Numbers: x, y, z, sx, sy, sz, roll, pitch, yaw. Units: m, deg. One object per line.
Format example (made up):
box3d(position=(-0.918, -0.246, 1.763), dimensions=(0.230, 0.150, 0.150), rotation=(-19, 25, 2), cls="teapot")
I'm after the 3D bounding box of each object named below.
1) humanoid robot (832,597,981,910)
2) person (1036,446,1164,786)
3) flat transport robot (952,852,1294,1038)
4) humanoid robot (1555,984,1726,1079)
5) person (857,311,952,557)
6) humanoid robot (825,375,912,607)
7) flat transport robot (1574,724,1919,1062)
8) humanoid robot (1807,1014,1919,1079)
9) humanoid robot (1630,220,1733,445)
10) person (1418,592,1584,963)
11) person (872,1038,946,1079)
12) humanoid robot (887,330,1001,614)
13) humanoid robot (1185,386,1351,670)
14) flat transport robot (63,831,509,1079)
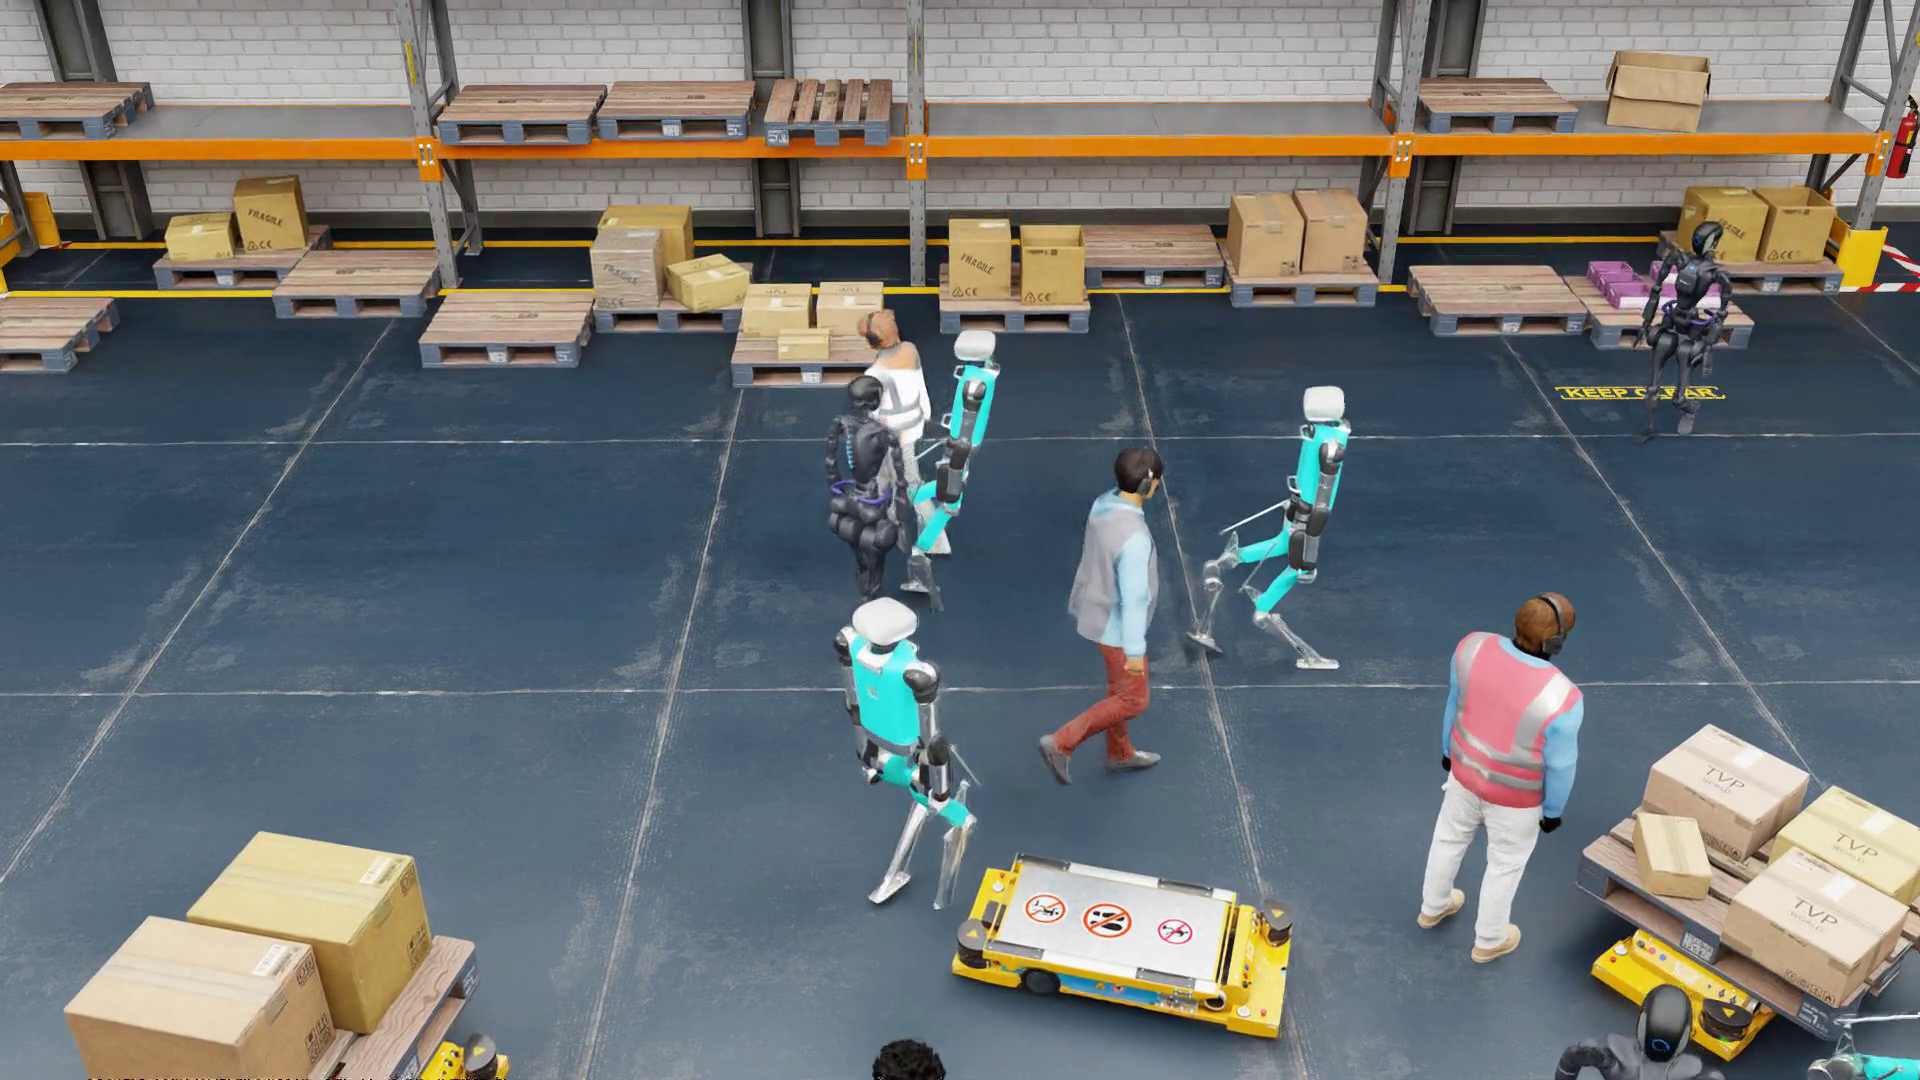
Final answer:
box3d(position=(-0.159, 0.960, 7.401), dimensions=(0.533, 1.796, 0.692), rotation=(23, 38, 33), cls="humanoid robot")
box3d(position=(0.717, 0.421, 8.168), dimensions=(0.621, 1.848, 0.587), rotation=(-6, 32, -10), cls="person")
box3d(position=(0.738, 1.790, 7.430), dimensions=(1.431, 0.231, 0.659), rotation=(8, 32, 13), cls="flat transport robot")
box3d(position=(2.210, 2.089, 5.574), dimensions=(0.600, 1.644, 0.417), rotation=(10, 33, 17), cls="humanoid robot")
box3d(position=(-0.394, -0.677, 10.256), dimensions=(0.889, 1.581, 0.563), rotation=(15, 34, 24), cls="person")
box3d(position=(-0.512, -0.150, 9.296), dimensions=(0.584, 1.640, 0.521), rotation=(19, 36, 29), cls="humanoid robot")
box3d(position=(3.546, 1.750, 7.497), dimensions=(1.431, 0.231, 0.659), rotation=(-23, 38, -33), cls="flat transport robot")
box3d(position=(3.322, 1.852, 5.907), dimensions=(0.767, 1.784, 0.579), rotation=(23, 38, 33), cls="humanoid robot")
box3d(position=(4.988, -1.434, 11.430), dimensions=(0.499, 1.639, 0.596), rotation=(-23, 38, -33), cls="humanoid robot")
box3d(position=(2.350, 1.022, 7.198), dimensions=(0.434, 1.833, 0.629), rotation=(-21, 37, -30), cls="person")
box3d(position=(-0.141, 2.250, 5.296), dimensions=(0.546, 1.664, 0.749), rotation=(3, 31, 5), cls="person")
box3d(position=(-0.187, -0.342, 9.644), dimensions=(0.829, 1.855, 0.543), rotation=(4, 31, 6), cls="humanoid robot")
box3d(position=(1.629, -0.014, 9.059), dimensions=(1.031, 1.779, 0.533), rotation=(2, 31, 3), cls="humanoid robot")
box3d(position=(-2.637, 2.210, 6.732), dimensions=(1.431, 0.231, 0.659), rotation=(7, 32, 11), cls="flat transport robot")
